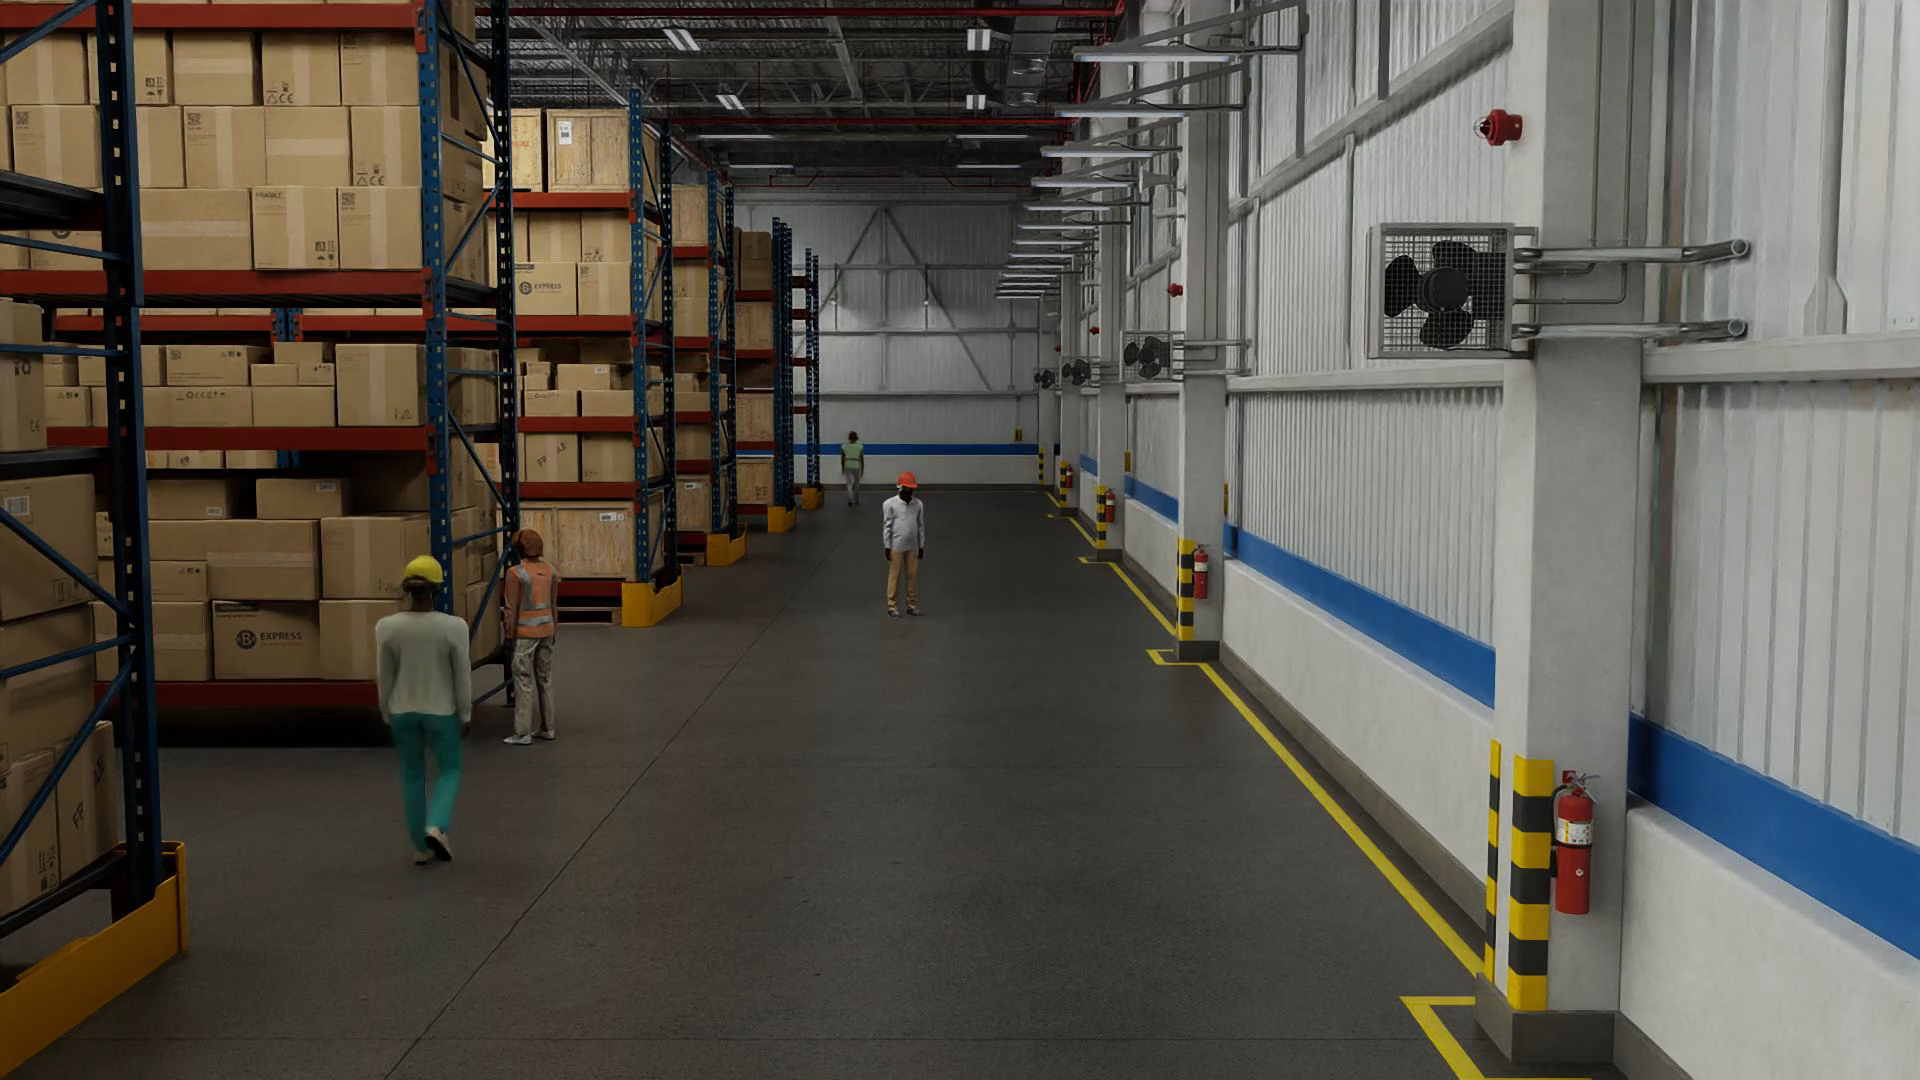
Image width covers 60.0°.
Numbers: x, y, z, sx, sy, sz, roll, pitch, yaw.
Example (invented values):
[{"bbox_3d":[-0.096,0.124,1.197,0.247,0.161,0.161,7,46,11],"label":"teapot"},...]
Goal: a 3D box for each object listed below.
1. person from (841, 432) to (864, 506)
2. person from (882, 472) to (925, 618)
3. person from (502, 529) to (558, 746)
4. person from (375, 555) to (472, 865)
[{"bbox_3d":[-2.590,-1.709,40.091,0.564,1.808,0.943,0,5,0],"label":"person"},{"bbox_3d":[-0.651,0.056,19.810,0.563,1.743,0.350,-3,6,-31],"label":"person"},{"bbox_3d":[-3.241,0.732,12.593,0.317,1.631,0.524,3,6,29],"label":"person"},{"bbox_3d":[-2.984,0.959,9.260,0.526,1.754,0.418,0,5,-4],"label":"person"}]
